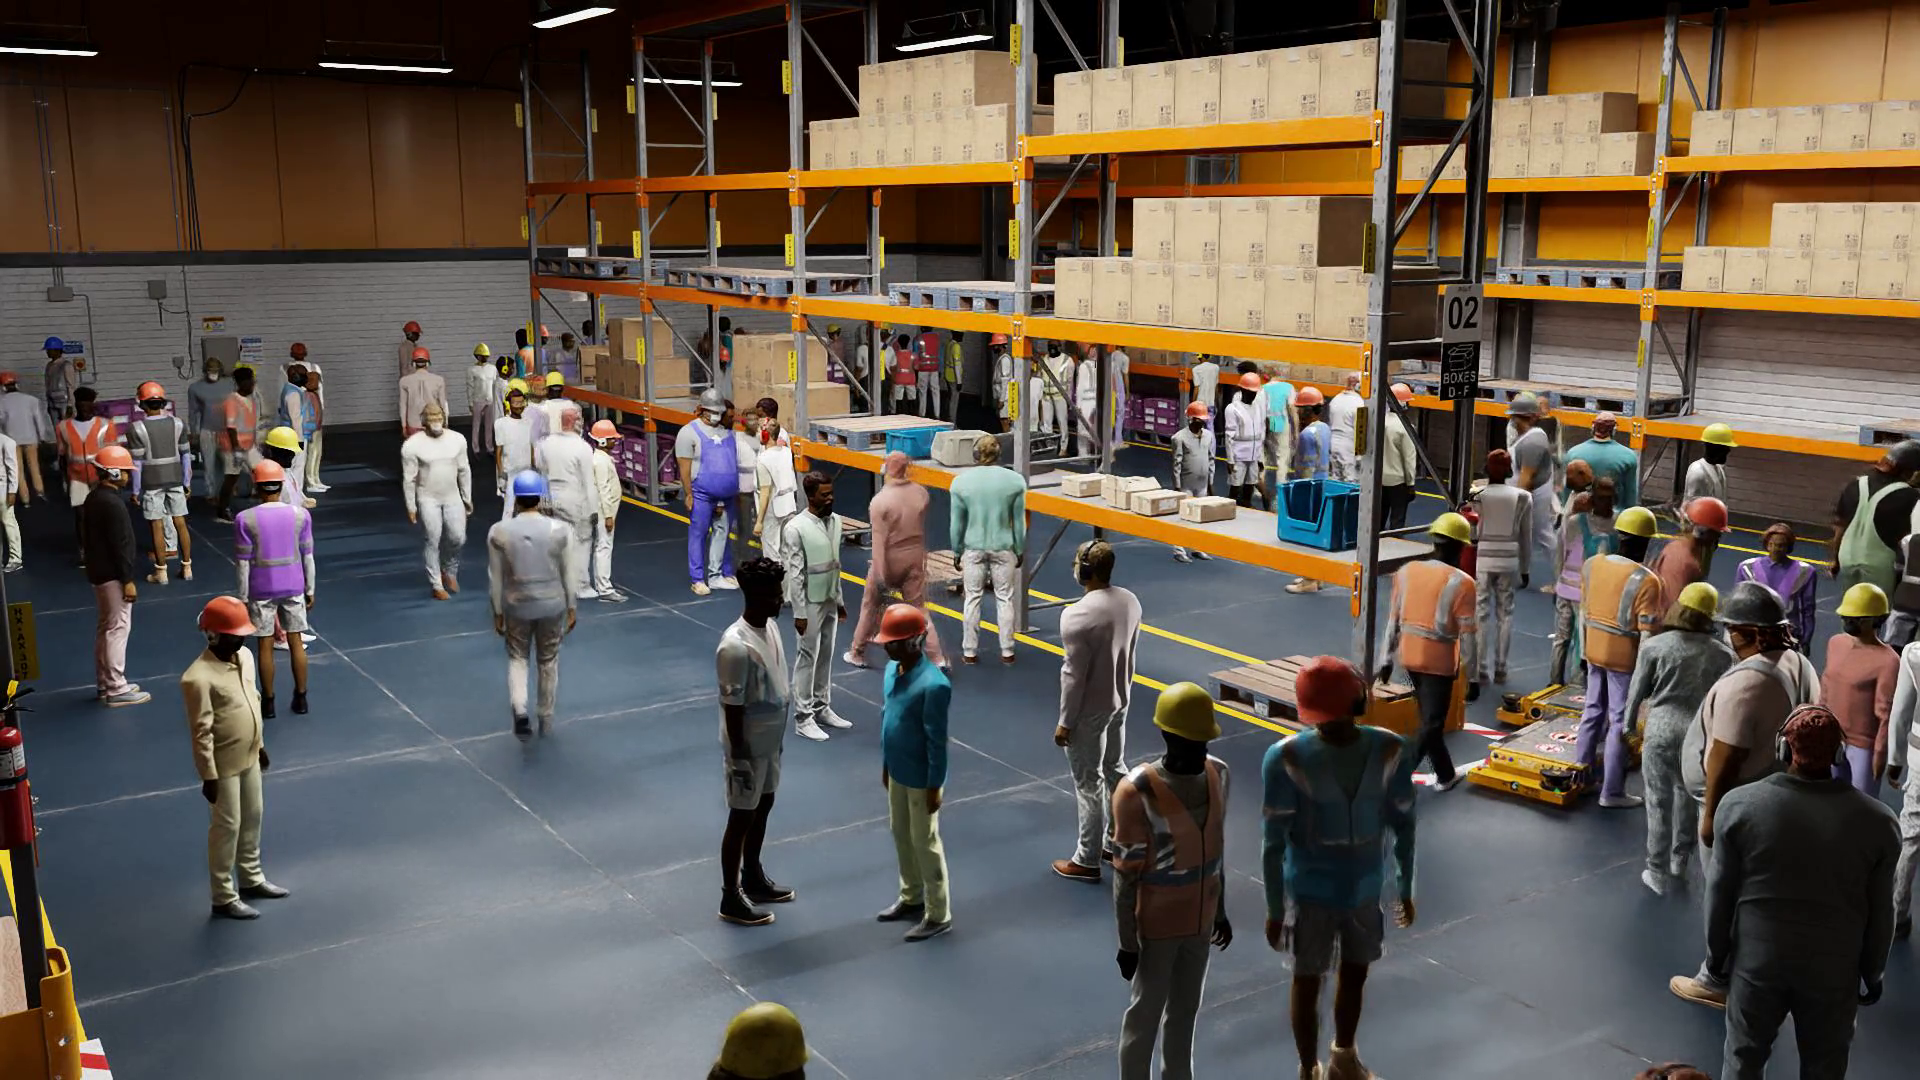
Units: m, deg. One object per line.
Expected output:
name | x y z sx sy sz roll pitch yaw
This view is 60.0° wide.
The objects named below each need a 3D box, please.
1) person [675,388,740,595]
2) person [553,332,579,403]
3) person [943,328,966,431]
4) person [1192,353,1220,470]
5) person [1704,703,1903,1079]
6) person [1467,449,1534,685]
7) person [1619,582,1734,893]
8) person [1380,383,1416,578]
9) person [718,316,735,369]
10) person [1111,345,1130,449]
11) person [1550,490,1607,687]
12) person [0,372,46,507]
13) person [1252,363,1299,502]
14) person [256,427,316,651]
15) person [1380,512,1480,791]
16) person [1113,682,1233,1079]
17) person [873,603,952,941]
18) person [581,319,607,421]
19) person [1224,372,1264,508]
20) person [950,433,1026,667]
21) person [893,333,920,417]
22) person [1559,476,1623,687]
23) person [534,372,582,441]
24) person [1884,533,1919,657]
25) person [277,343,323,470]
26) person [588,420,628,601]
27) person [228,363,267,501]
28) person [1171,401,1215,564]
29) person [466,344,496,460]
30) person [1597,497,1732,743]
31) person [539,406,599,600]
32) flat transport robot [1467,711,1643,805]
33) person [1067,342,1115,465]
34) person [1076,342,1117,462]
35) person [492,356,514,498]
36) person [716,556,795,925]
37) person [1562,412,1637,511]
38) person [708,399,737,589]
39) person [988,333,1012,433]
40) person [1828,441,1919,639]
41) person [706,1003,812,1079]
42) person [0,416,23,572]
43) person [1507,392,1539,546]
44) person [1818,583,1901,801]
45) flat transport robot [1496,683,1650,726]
person | -2.414 -0.494 16.379 0.538 2.000 0.681 11 15 43
person | -6.342 -2.456 26.970 0.403 1.826 0.529 4 12 22
person | -0.077 -2.757 28.287 0.399 1.919 0.590 -3 11 -15
person | 3.535 -1.933 24.182 0.520 1.873 0.328 -7 13 -33
person | 3.155 1.551 6.293 0.642 1.900 0.401 6 12 26
person | 4.232 0.209 13.242 0.596 1.870 0.500 2 11 9
person | 3.935 1.070 9.175 0.509 1.714 0.509 2 11 8
person | 4.460 -0.611 17.095 0.378 1.996 0.610 -6 13 -28
person | -4.342 -3.232 30.914 0.430 1.841 0.624 -1 11 -7
person | 2.520 -2.357 26.456 0.357 1.835 0.516 -8 14 -35
person | 4.717 0.435 12.667 0.317 1.634 0.527 -5 12 -23
person | -12.026 -1.285 21.234 0.590 1.718 0.506 -9 14 -38
person | 4.053 -1.363 21.454 0.690 1.803 0.391 6 13 29
person | -5.779 -0.016 14.251 0.379 1.918 0.585 -1 11 -7
person | 2.951 0.753 10.430 0.933 1.880 0.635 -7 13 -33
person | 0.857 1.485 6.546 0.594 1.925 0.378 -9 14 -37
person | -0.262 1.178 8.598 0.354 1.737 0.576 -7 13 -30
person | -6.288 -2.810 28.511 0.373 1.934 0.626 4 12 18
person | 3.263 -0.949 18.982 0.544 1.935 0.361 -7 13 -32
person | 0.228 0.088 13.713 0.626 1.931 0.384 0 11 1
person | -0.959 -2.688 28.494 0.540 1.694 0.322 -1 11 -6
person | 4.822 0.374 12.631 0.513 1.792 0.681 1 11 7
person | -4.652 -0.982 19.224 0.589 1.912 0.396 -8 14 -36
person | 7.055 0.516 12.141 0.430 1.677 0.537 -6 13 -30
person | -9.714 -1.976 24.486 0.595 1.832 0.990 -6 13 -29
person | -3.411 -0.288 16.059 0.327 1.752 0.563 -4 12 -17
person | -9.194 -1.389 21.536 0.420 1.813 0.624 -3 11 -16
person | 2.507 -0.621 17.792 0.566 1.744 0.350 -7 13 -33
person | -7.253 -2.107 25.346 0.324 1.765 0.534 9 14 39
person | 4.568 0.657 10.794 1.041 1.939 0.694 2 11 10
person | -3.748 -0.342 15.997 0.664 1.890 0.498 8 13 34
flat transport robot | 4.024 1.428 11.087 0.652 0.197 1.431 10 15 43
person | 1.936 -2.002 24.560 0.670 1.862 0.571 3 11 16
person | 2.104 -2.191 25.067 0.535 2.000 0.684 -8 14 -37
person | -5.984 -1.488 21.924 0.326 1.865 0.518 -6 13 -29
person | -1.073 1.041 8.752 0.366 1.958 0.610 3 11 14
person | 5.903 -0.231 15.380 0.643 1.908 0.408 5 12 23
person | -2.399 -0.457 16.541 0.386 1.905 0.603 0 11 1
person | 0.615 -2.206 25.444 0.376 1.931 0.541 -1 11 -6
person | 7.205 0.162 13.024 0.926 2.000 0.755 -4 12 -21
person | -0.521 2.020 4.309 0.494 1.730 0.325 6 12 27
person | -10.078 -0.539 17.344 0.563 1.753 0.327 4 12 17
person | 6.335 -0.808 18.811 0.393 1.732 0.494 10 15 41
person | 4.827 1.090 9.004 0.333 1.761 0.528 -2 11 -11
flat transport robot | 4.661 1.270 11.893 1.431 0.197 0.652 10 15 43
